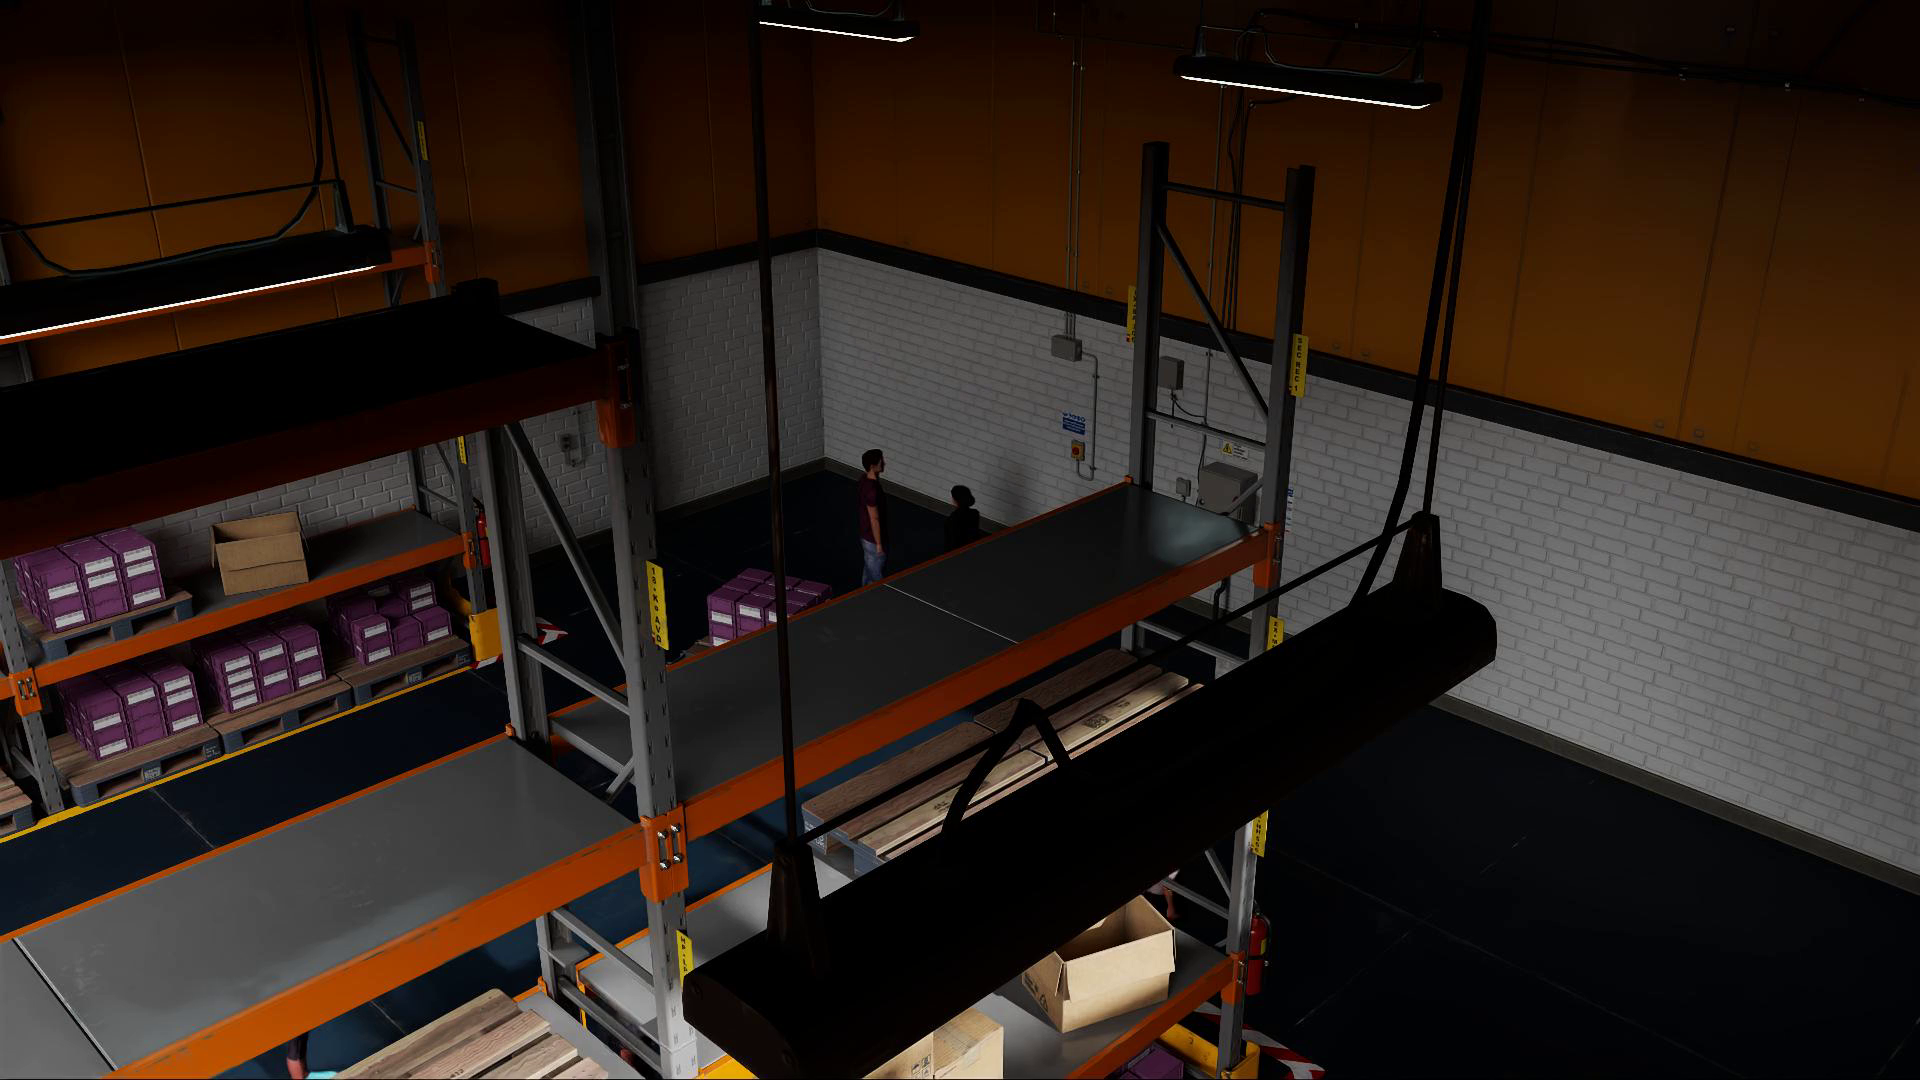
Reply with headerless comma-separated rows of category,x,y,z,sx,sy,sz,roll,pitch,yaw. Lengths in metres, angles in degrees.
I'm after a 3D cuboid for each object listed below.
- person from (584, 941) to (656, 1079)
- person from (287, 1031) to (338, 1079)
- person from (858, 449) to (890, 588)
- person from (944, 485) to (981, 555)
person,-1.872,3.094,9.667,1.047,1.764,0.820,-11,26,-24
person,-4.186,2.788,10.416,0.692,1.724,0.660,-5,24,-12
person,-0.868,-0.048,16.742,0.736,1.854,0.739,-6,24,-13
person,0.014,0.222,16.389,0.556,1.640,0.619,-20,31,-38
